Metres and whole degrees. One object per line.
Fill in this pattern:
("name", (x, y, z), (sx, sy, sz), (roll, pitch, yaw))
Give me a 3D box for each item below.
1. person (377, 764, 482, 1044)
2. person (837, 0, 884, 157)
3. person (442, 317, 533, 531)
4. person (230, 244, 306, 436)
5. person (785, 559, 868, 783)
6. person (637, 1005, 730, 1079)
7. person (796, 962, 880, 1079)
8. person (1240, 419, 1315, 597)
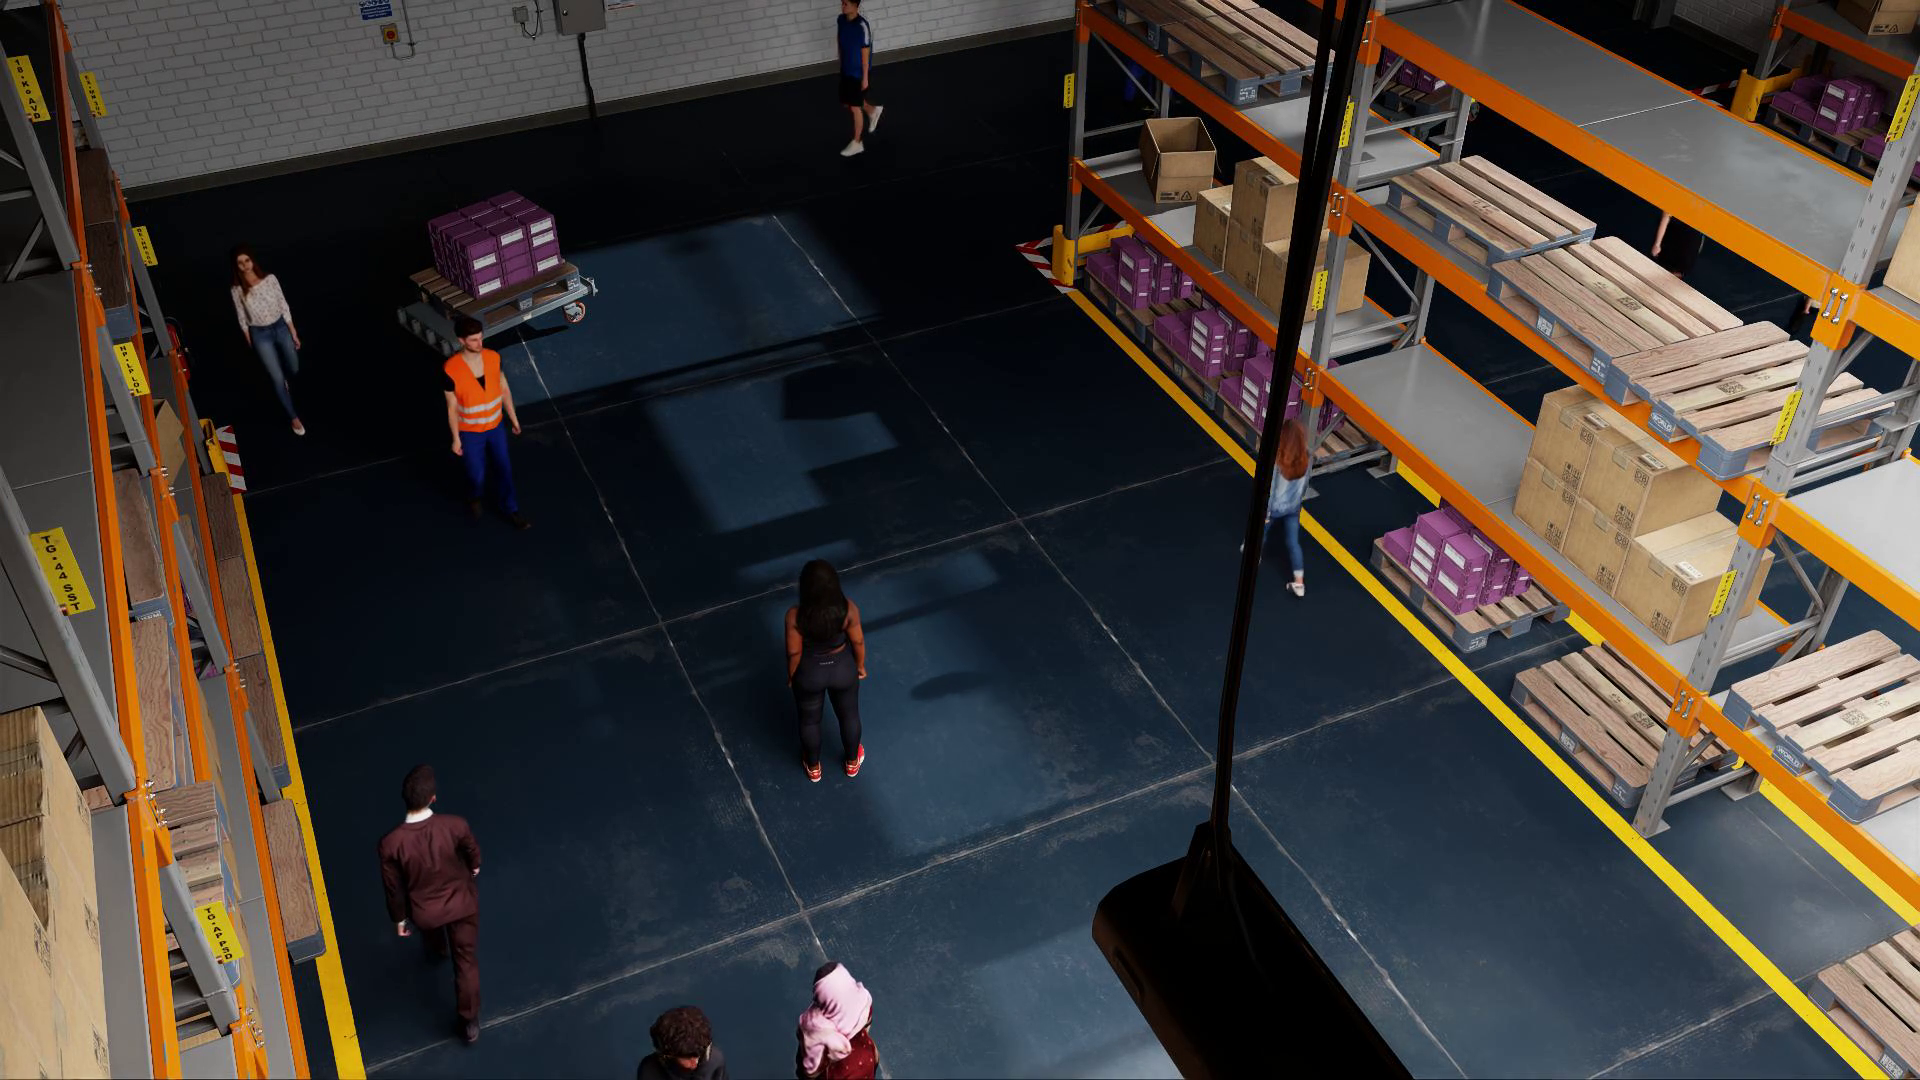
("person", (-2.855, 2.077, 9.229), (0.790, 1.813, 1.180), (-12, 40, -14))
("person", (-1.088, -5.173, 18.280), (1.033, 1.848, 0.944), (31, 48, 33))
("person", (-3.759, -0.915, 12.927), (0.872, 1.874, 0.970), (-30, 48, -32))
("person", (-5.869, -1.766, 14.121), (0.692, 1.713, 1.039), (-24, 44, -27))
("person", (-0.874, 0.848, 10.768), (0.746, 1.813, 0.714), (-5, 39, -6))
("person", (-1.379, 2.866, 8.298), (0.706, 1.742, 1.126), (-10, 40, -13))
("person", (-0.622, 2.707, 8.582), (0.724, 1.636, 0.741), (32, 48, 33))
("person", (2.452, -0.225, 12.401), (0.592, 1.452, 0.981), (-15, 41, -18))
